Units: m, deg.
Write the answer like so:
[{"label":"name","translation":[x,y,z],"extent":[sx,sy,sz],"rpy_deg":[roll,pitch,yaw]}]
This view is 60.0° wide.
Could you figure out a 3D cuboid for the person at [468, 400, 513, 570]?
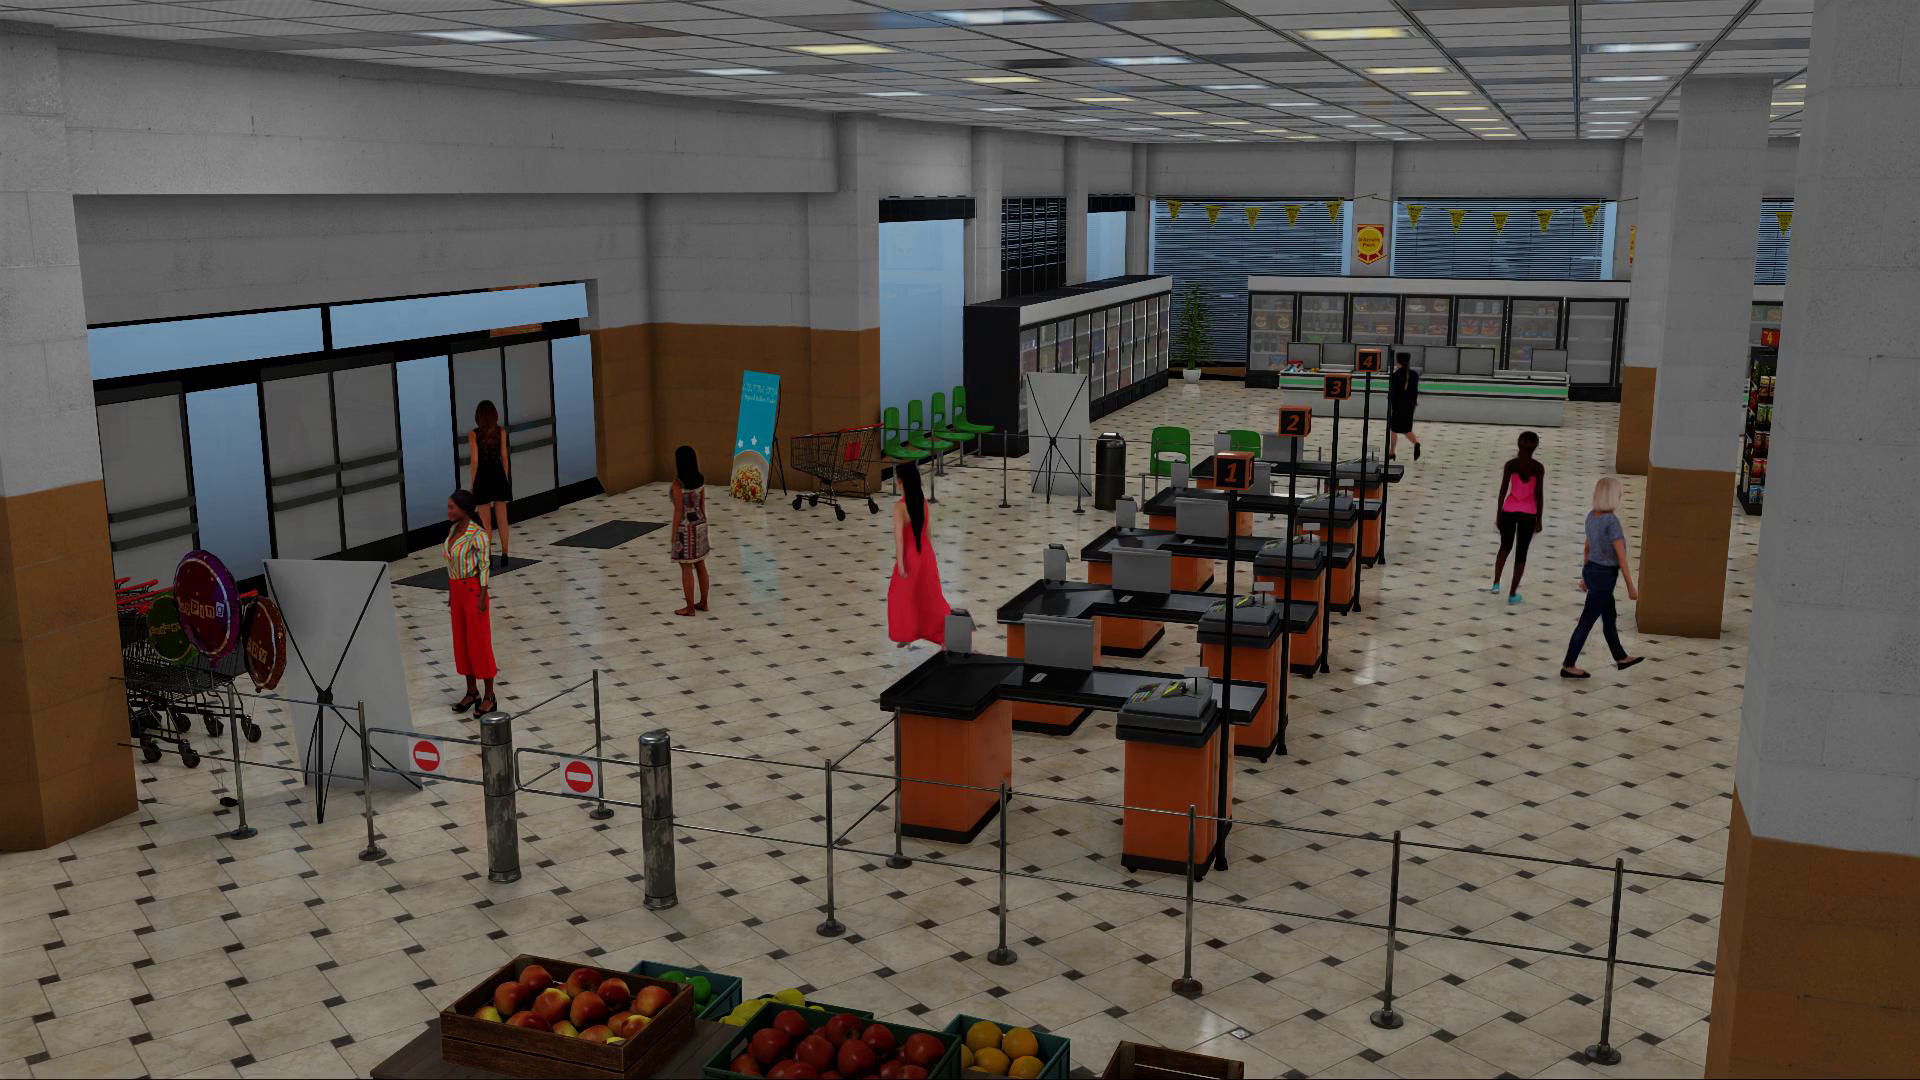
[{"label":"person","translation":[-5.060,-0.594,17.912],"extent":[0.662,1.835,0.697],"rpy_deg":[-8,14,-33]}]

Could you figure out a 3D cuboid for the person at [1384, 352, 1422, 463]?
[{"label":"person","translation":[6.611,-1.937,24.732],"extent":[1.046,1.654,1.102],"rpy_deg":[-5,13,-24]}]

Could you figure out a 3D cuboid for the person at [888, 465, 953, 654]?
[{"label":"person","translation":[-0.321,0.232,14.357],"extent":[0.952,1.684,1.166],"rpy_deg":[-10,16,-40]}]

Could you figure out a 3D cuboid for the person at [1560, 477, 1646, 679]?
[{"label":"person","translation":[5.227,0.349,13.795],"extent":[1.111,1.687,0.894],"rpy_deg":[-1,12,-5]}]

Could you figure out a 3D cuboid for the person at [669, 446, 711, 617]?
[{"label":"person","translation":[-2.608,-0.097,16.016],"extent":[0.600,1.644,0.693],"rpy_deg":[7,14,31]}]

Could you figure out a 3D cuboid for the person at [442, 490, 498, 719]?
[{"label":"person","translation":[-3.791,0.491,12.867],"extent":[0.561,1.792,0.714],"rpy_deg":[8,15,35]}]

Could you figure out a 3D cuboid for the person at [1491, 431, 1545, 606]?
[{"label":"person","translation":[5.486,-0.203,16.365],"extent":[0.653,1.707,0.700],"rpy_deg":[8,14,33]}]
